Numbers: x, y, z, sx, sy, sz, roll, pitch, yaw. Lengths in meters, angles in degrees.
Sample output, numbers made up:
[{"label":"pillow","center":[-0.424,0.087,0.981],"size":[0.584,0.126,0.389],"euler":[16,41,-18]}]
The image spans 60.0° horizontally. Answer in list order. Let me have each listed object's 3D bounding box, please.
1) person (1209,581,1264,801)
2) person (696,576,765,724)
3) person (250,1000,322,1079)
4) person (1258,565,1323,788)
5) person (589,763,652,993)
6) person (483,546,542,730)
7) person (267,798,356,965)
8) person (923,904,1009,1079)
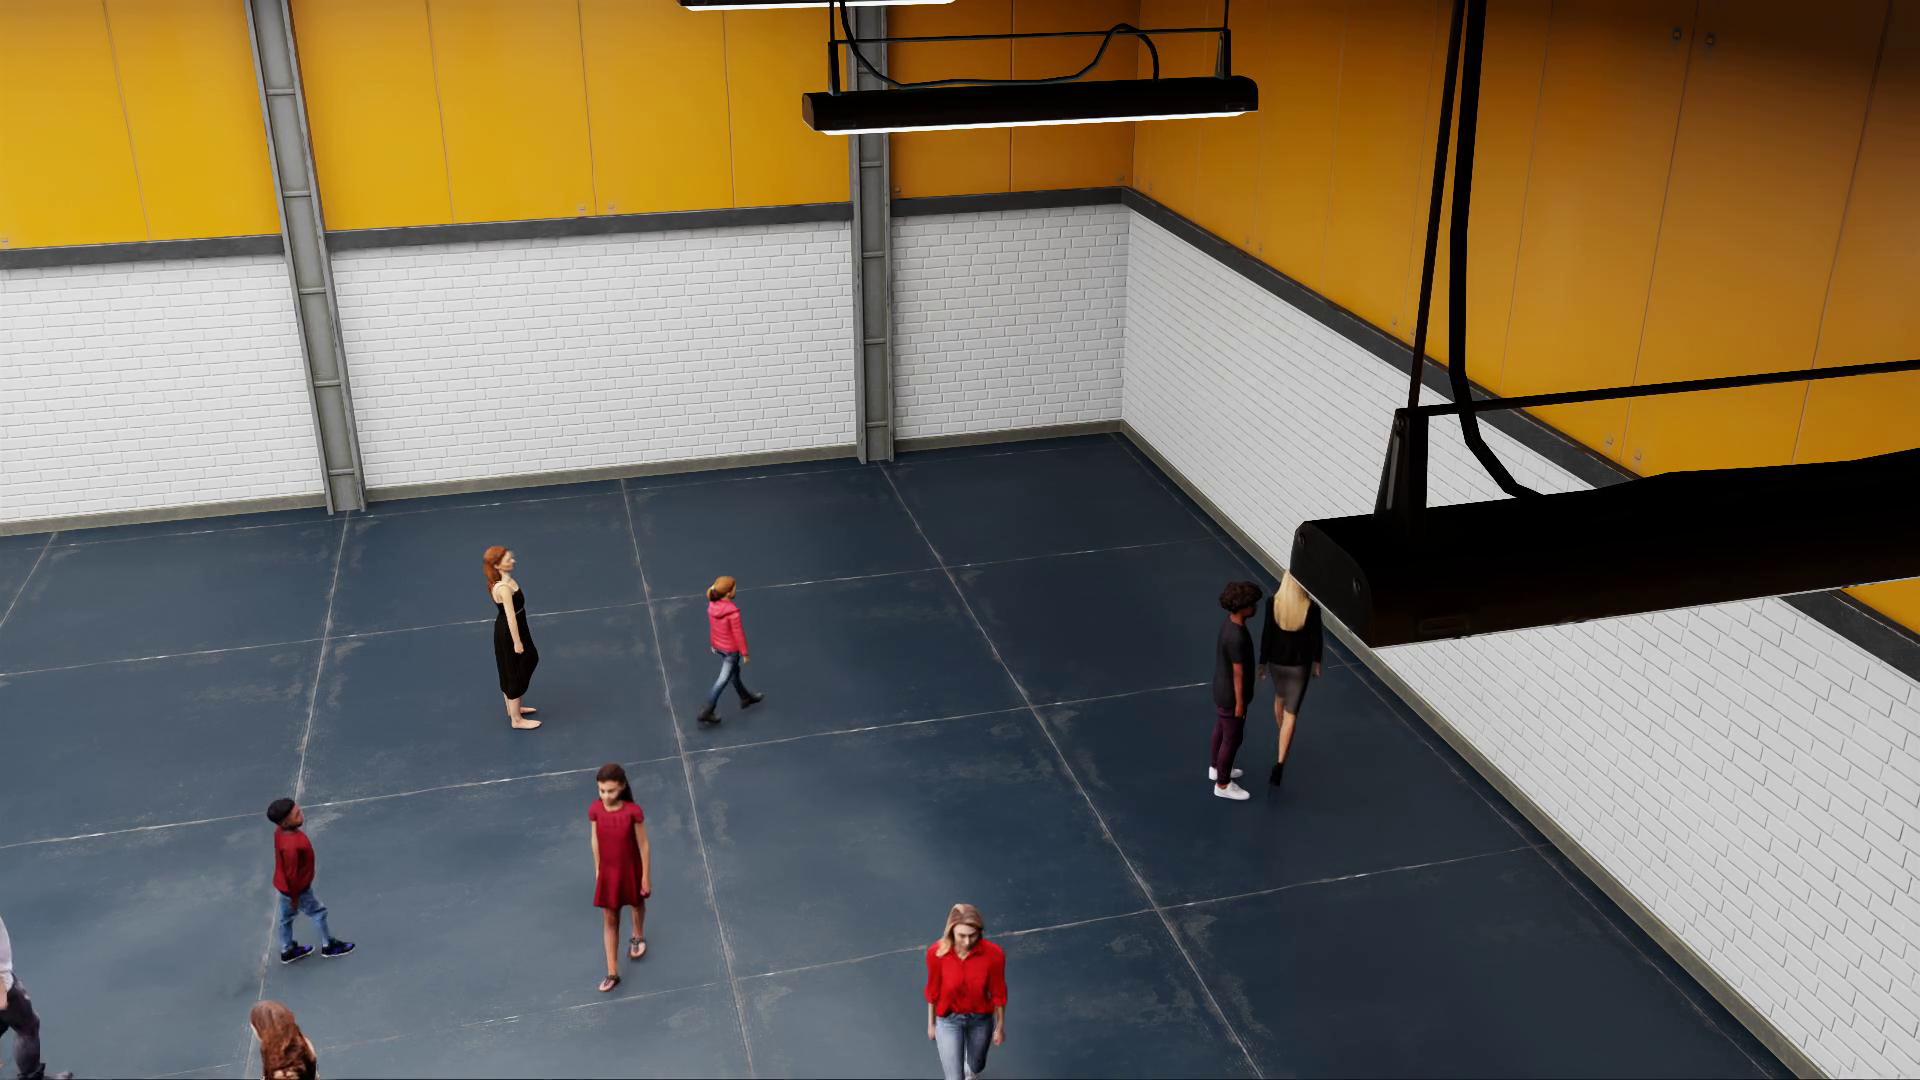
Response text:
[{"label":"person","center":[2.111,1.130,12.863],"size":[0.630,1.781,0.680],"euler":[0,24,0]},{"label":"person","center":[-1.998,0.939,13.914],"size":[0.992,1.288,0.780],"euler":[-19,30,-36]},{"label":"person","center":[-3.258,3.070,8.481],"size":[0.822,1.736,0.753],"euler":[4,24,8]},{"label":"person","center":[2.560,1.078,12.954],"size":[1.162,1.804,1.094],"euler":[8,25,17]},{"label":"person","center":[-2.201,2.108,10.949],"size":[0.957,1.522,0.779],"euler":[0,24,-1]},{"label":"person","center":[-3.750,0.789,13.837],"size":[0.581,1.625,0.576],"euler":[-8,25,-18]},{"label":"person","center":[-4.444,2.268,10.937],"size":[0.745,1.238,0.625],"euler":[-16,28,-32]},{"label":"person","center":[0.028,2.682,9.438],"size":[1.027,1.679,0.850],"euler":[0,24,0]}]
